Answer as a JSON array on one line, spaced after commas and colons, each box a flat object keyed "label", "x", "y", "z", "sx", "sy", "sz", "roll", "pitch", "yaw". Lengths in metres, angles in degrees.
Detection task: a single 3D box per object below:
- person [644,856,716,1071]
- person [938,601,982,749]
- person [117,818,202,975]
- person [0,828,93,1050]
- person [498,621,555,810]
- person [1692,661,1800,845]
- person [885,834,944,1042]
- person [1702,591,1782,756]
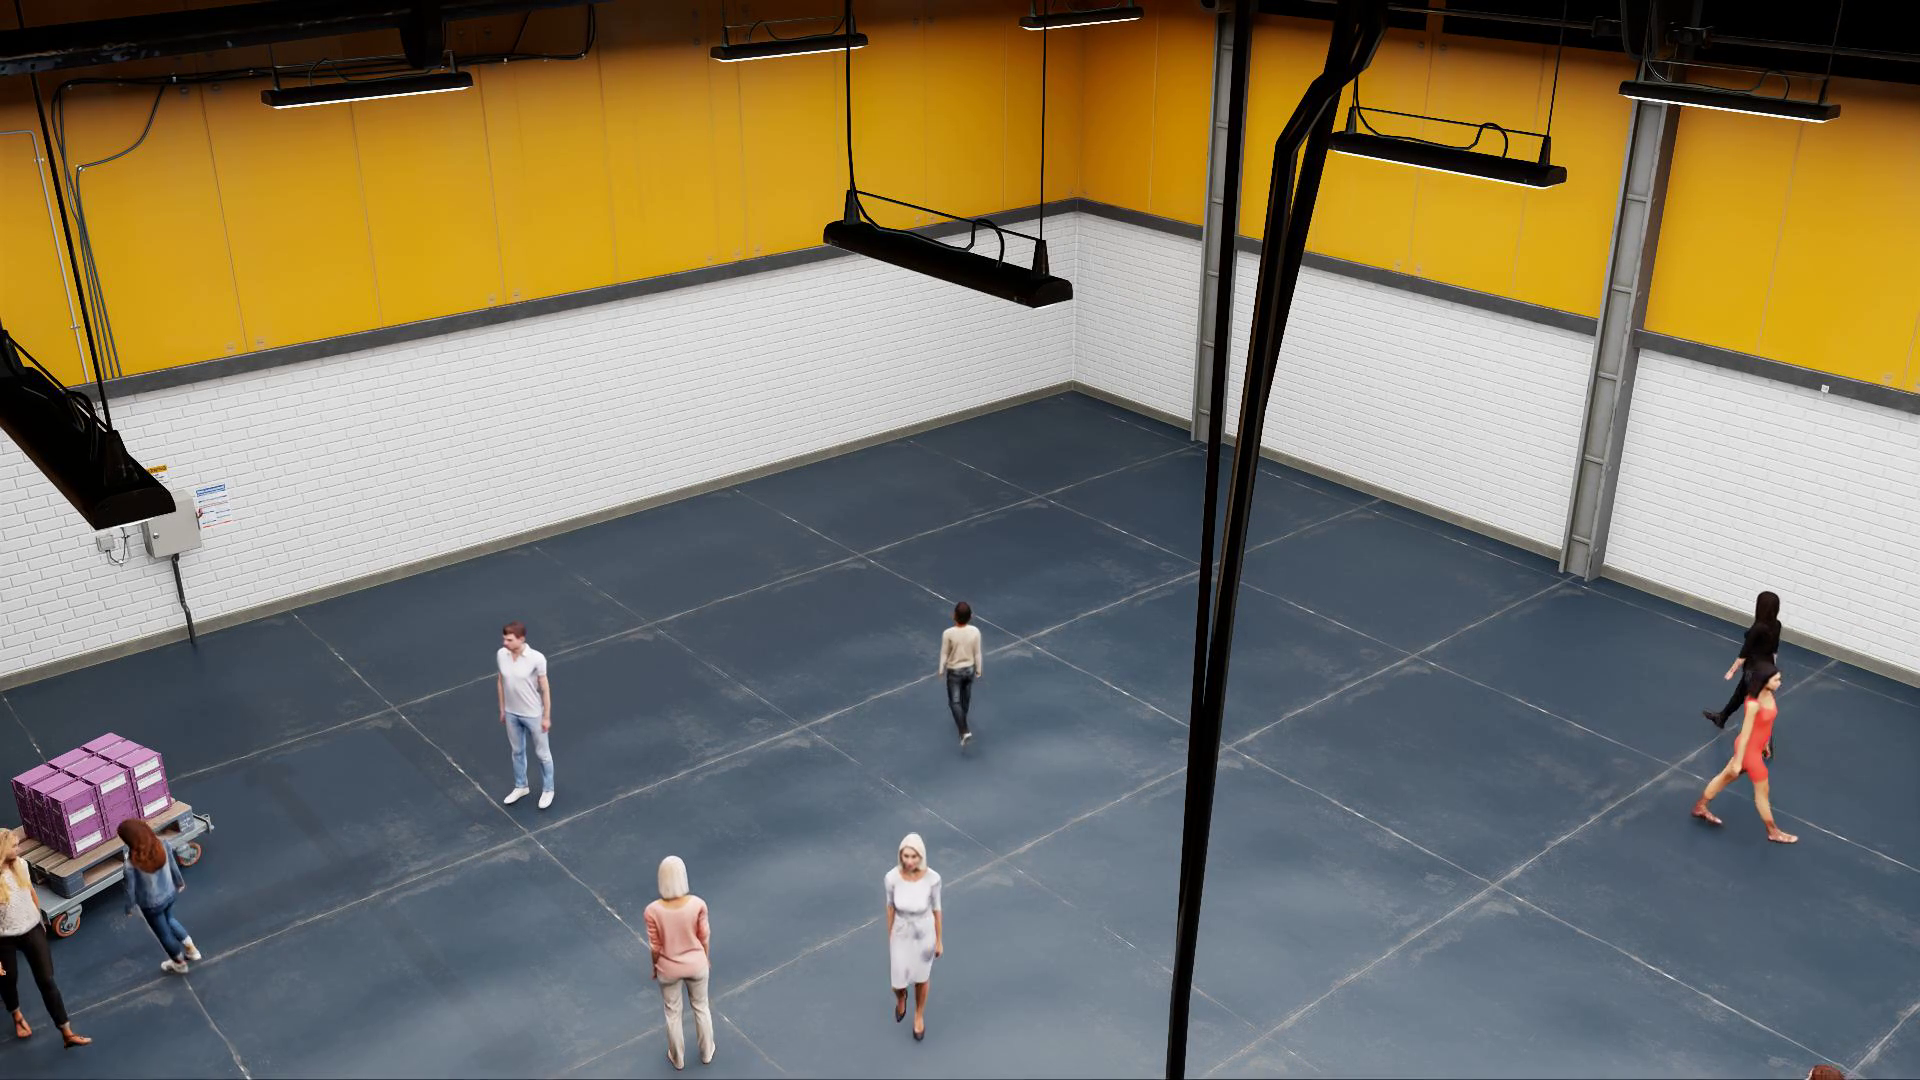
[{"label": "person", "x": -1.989, "y": 3.019, "z": 11.861, "sx": 0.676, "sy": 1.724, "sz": 0.670, "roll": -5, "pitch": 24, "yaw": -12}, {"label": "person", "x": 0.016, "y": 1.312, "z": 16.117, "sx": 0.742, "sy": 1.443, "sz": 0.998, "roll": -9, "pitch": 25, "yaw": -19}, {"label": "person", "x": -6.110, "y": 2.765, "z": 12.771, "sx": 0.744, "sy": 1.460, "sz": 0.706, "roll": 9, "pitch": 25, "yaw": 20}, {"label": "person", "x": -6.940, "y": 2.884, "z": 12.098, "sx": 1.169, "sy": 1.782, "sz": 0.916, "roll": 14, "pitch": 27, "yaw": 29}, {"label": "person", "x": -3.933, "y": 1.548, "z": 15.063, "sx": 0.683, "sy": 1.854, "sz": 0.794, "roll": 7, "pitch": 25, "yaw": 16}, {"label": "person", "x": 6.857, "y": 1.843, "z": 14.626, "sx": 1.179, "sy": 1.664, "sz": 0.823, "roll": 15, "pitch": 28, "yaw": 31}, {"label": "person", "x": -0.337, "y": 2.861, "z": 12.201, "sx": 0.707, "sy": 1.741, "sz": 0.762, "roll": -1, "pitch": 24, "yaw": -2}, {"label": "person", "x": 7.701, "y": 1.304, "z": 15.937, "sx": 0.699, "sy": 1.602, "sz": 1.087, "roll": -14, "pitch": 27, "yaw": -29}]
